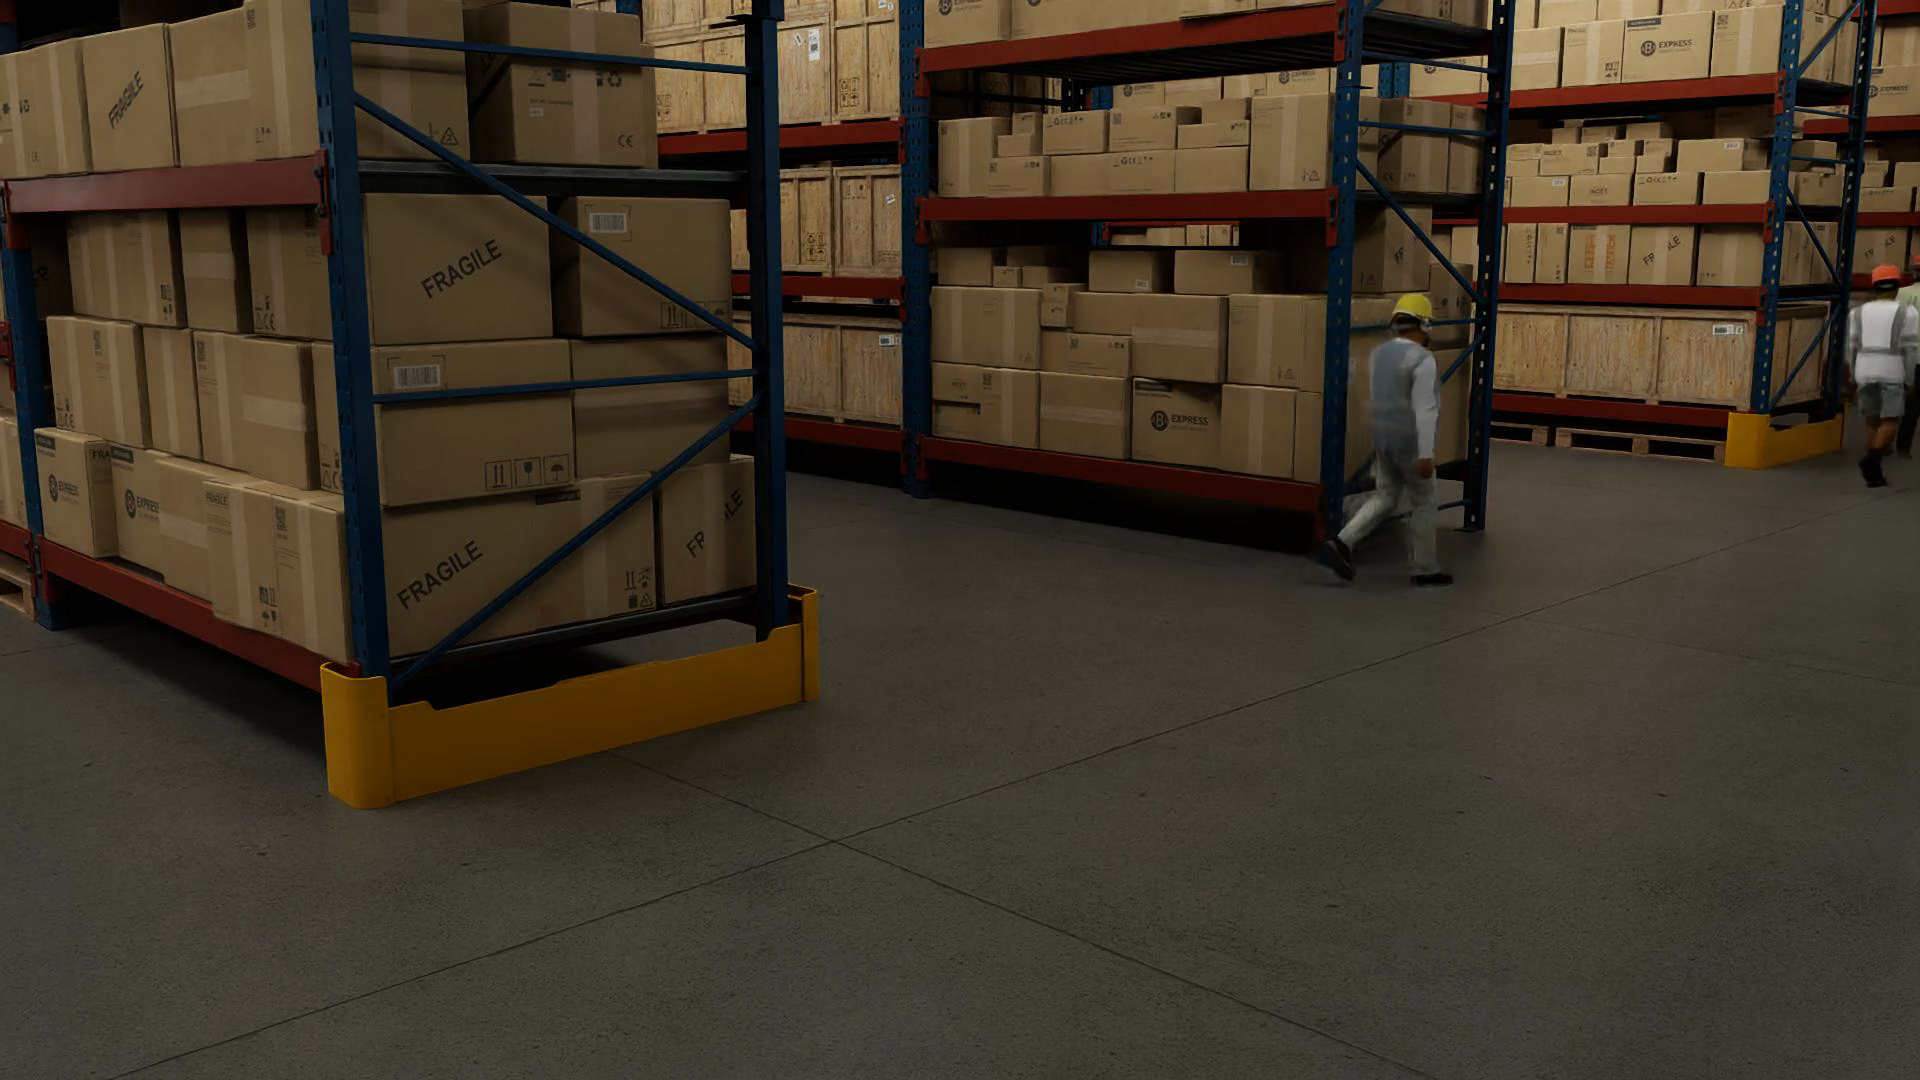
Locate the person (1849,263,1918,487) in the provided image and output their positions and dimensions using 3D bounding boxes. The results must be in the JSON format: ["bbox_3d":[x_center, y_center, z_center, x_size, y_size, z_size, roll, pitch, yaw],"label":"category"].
[{"bbox_3d":[7.721,-1.371,14.001,0.650,1.908,0.569,-9,14,-40],"label":"person"}]

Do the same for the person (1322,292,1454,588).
[{"bbox_3d":[2.616,-0.596,10.074,0.733,1.799,0.610,-4,11,-19],"label":"person"}]

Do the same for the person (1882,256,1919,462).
[{"bbox_3d":[8.977,-1.709,15.649,0.468,1.969,0.627,-8,13,-38],"label":"person"}]
